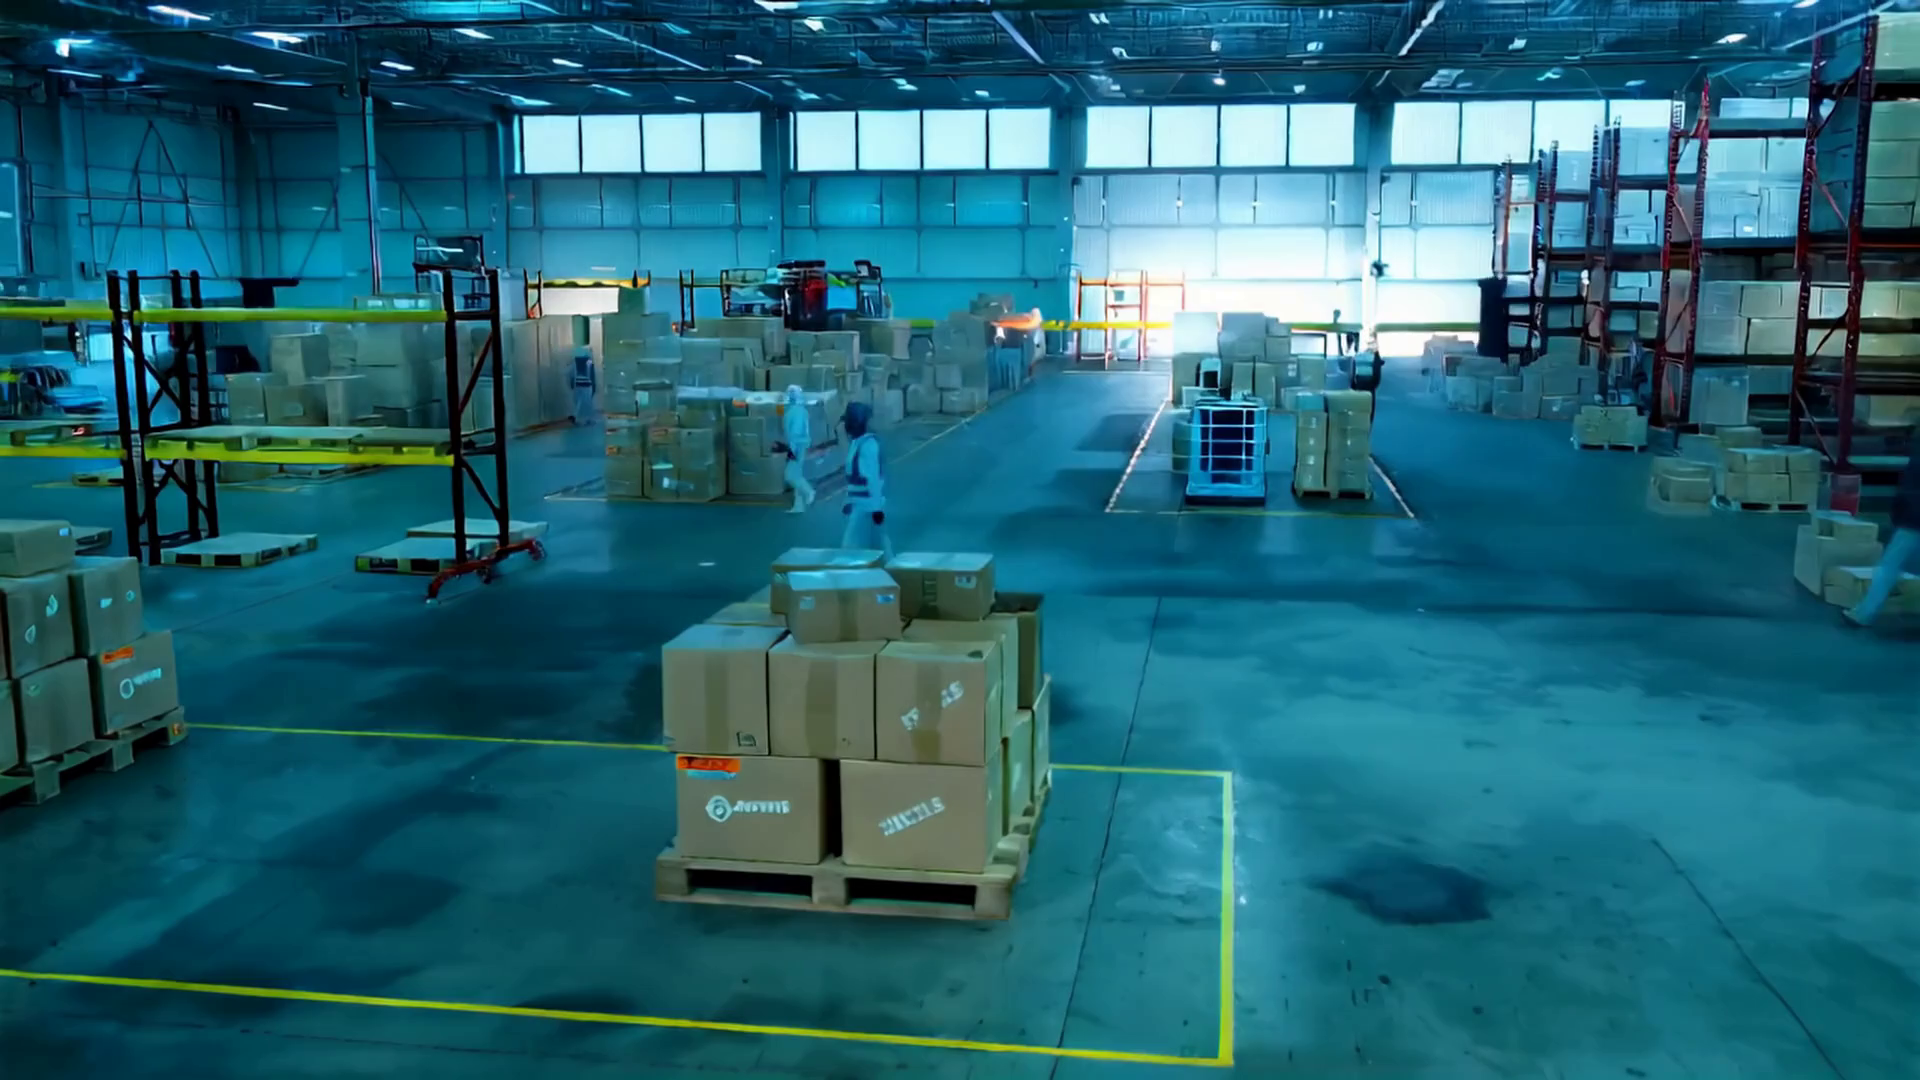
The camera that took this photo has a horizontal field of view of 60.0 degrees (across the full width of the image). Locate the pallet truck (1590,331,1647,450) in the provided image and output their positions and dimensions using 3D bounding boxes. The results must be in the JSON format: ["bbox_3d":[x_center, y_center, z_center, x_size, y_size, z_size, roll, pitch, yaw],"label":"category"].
[{"bbox_3d":[11.253,-2.573,28.499,0.823,1.965,1.885,5,10,27],"label":"pallet truck"}]

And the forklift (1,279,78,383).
[{"bbox_3d":[-22.135,-4.786,39.432,1.873,2.768,1.129,1,9,9],"label":"forklift"}]

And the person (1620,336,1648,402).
[{"bbox_3d":[13.063,-3.122,32.367,0.627,1.844,0.429,-6,11,-31],"label":"person"}]

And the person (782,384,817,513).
[{"bbox_3d":[-2.038,-1.124,20.683,0.381,1.624,0.538,0,9,-3],"label":"person"}]

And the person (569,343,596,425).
[{"bbox_3d":[-7.370,-3.016,32.403,0.522,1.619,0.650,2,9,12],"label":"person"}]

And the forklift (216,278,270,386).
[{"bbox_3d":[-18.112,-5.339,42.845,1.873,2.768,1.129,-2,9,-10],"label":"forklift"}]

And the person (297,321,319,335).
[{"bbox_3d":[-17.875,-5.331,45.733,0.631,1.924,0.584,-2,9,-14],"label":"person"}]

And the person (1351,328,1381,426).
[{"bbox_3d":[7.925,-3.171,32.475,0.397,1.911,0.587,-8,12,-42],"label":"person"}]

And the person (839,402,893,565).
[{"bbox_3d":[-0.975,-0.339,15.221,0.980,1.829,0.600,-2,9,-12],"label":"person"}]

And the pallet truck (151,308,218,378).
[{"bbox_3d":[-21.869,-5.598,47.154,0.823,1.965,1.885,4,10,26],"label":"pallet truck"}]

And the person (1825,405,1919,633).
[{"bbox_3d":[7.808,-0.140,13.682,1.044,1.936,0.605,7,12,38],"label":"person"}]

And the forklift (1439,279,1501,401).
[{"bbox_3d":[11.963,-4.516,37.767,1.873,2.768,1.129,1,9,9],"label":"forklift"}]

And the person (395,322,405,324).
[{"bbox_3d":[-13.729,-4.540,40.814,0.551,1.936,0.357,2,9,11],"label":"person"}]
